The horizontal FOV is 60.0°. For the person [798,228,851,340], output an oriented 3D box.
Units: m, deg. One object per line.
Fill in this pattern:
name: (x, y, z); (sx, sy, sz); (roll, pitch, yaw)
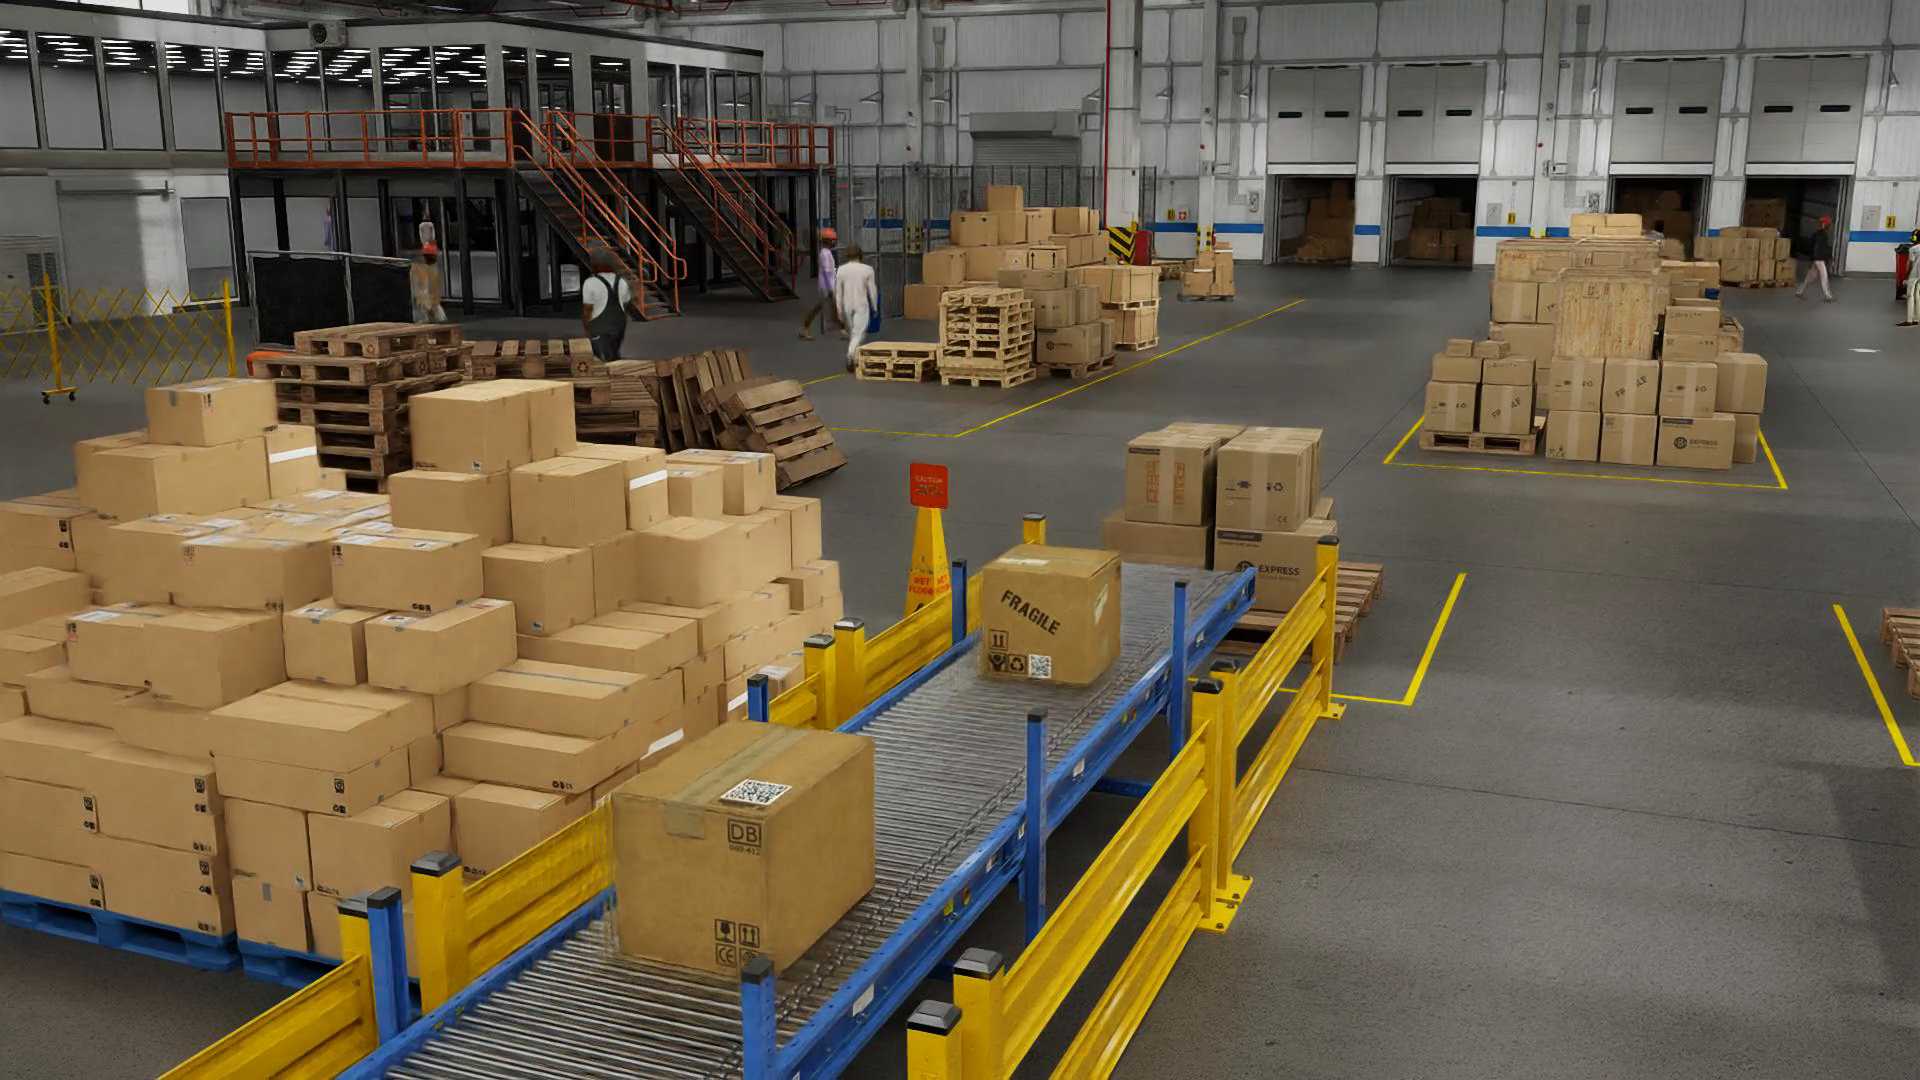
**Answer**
person: (-2.385, -4.518, 29.472); (1.071, 1.996, 0.621); (1, 13, 5)

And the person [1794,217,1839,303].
person: (19.771, -6.461, 38.289); (0.630, 1.950, 1.009); (-12, 17, -42)

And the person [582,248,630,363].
person: (-4.569, -2.740, 21.375); (0.603, 2.000, 0.686); (11, 17, 41)

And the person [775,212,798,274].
person: (-5.200, -8.628, 48.393); (0.913, 1.779, 0.644); (-5, 14, -23)

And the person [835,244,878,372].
person: (-1.591, -3.502, 25.107); (0.632, 1.910, 0.888); (5, 14, 23)

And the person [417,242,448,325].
person: (-8.386, -3.747, 26.252); (0.999, 1.891, 0.565); (1, 13, 6)

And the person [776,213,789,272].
person: (-5.231, -8.784, 49.152); (0.646, 1.746, 0.524); (-8, 15, -30)

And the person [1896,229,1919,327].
person: (18.462, -5.071, 32.217); (0.521, 1.874, 0.328); (-6, 14, -27)

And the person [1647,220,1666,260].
person: (16.696, -6.701, 39.643); (0.735, 1.819, 0.665); (11, 17, 41)

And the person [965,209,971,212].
person: (0.314, -8.499, 47.442); (0.991, 1.948, 0.612); (-11, 17, -41)
